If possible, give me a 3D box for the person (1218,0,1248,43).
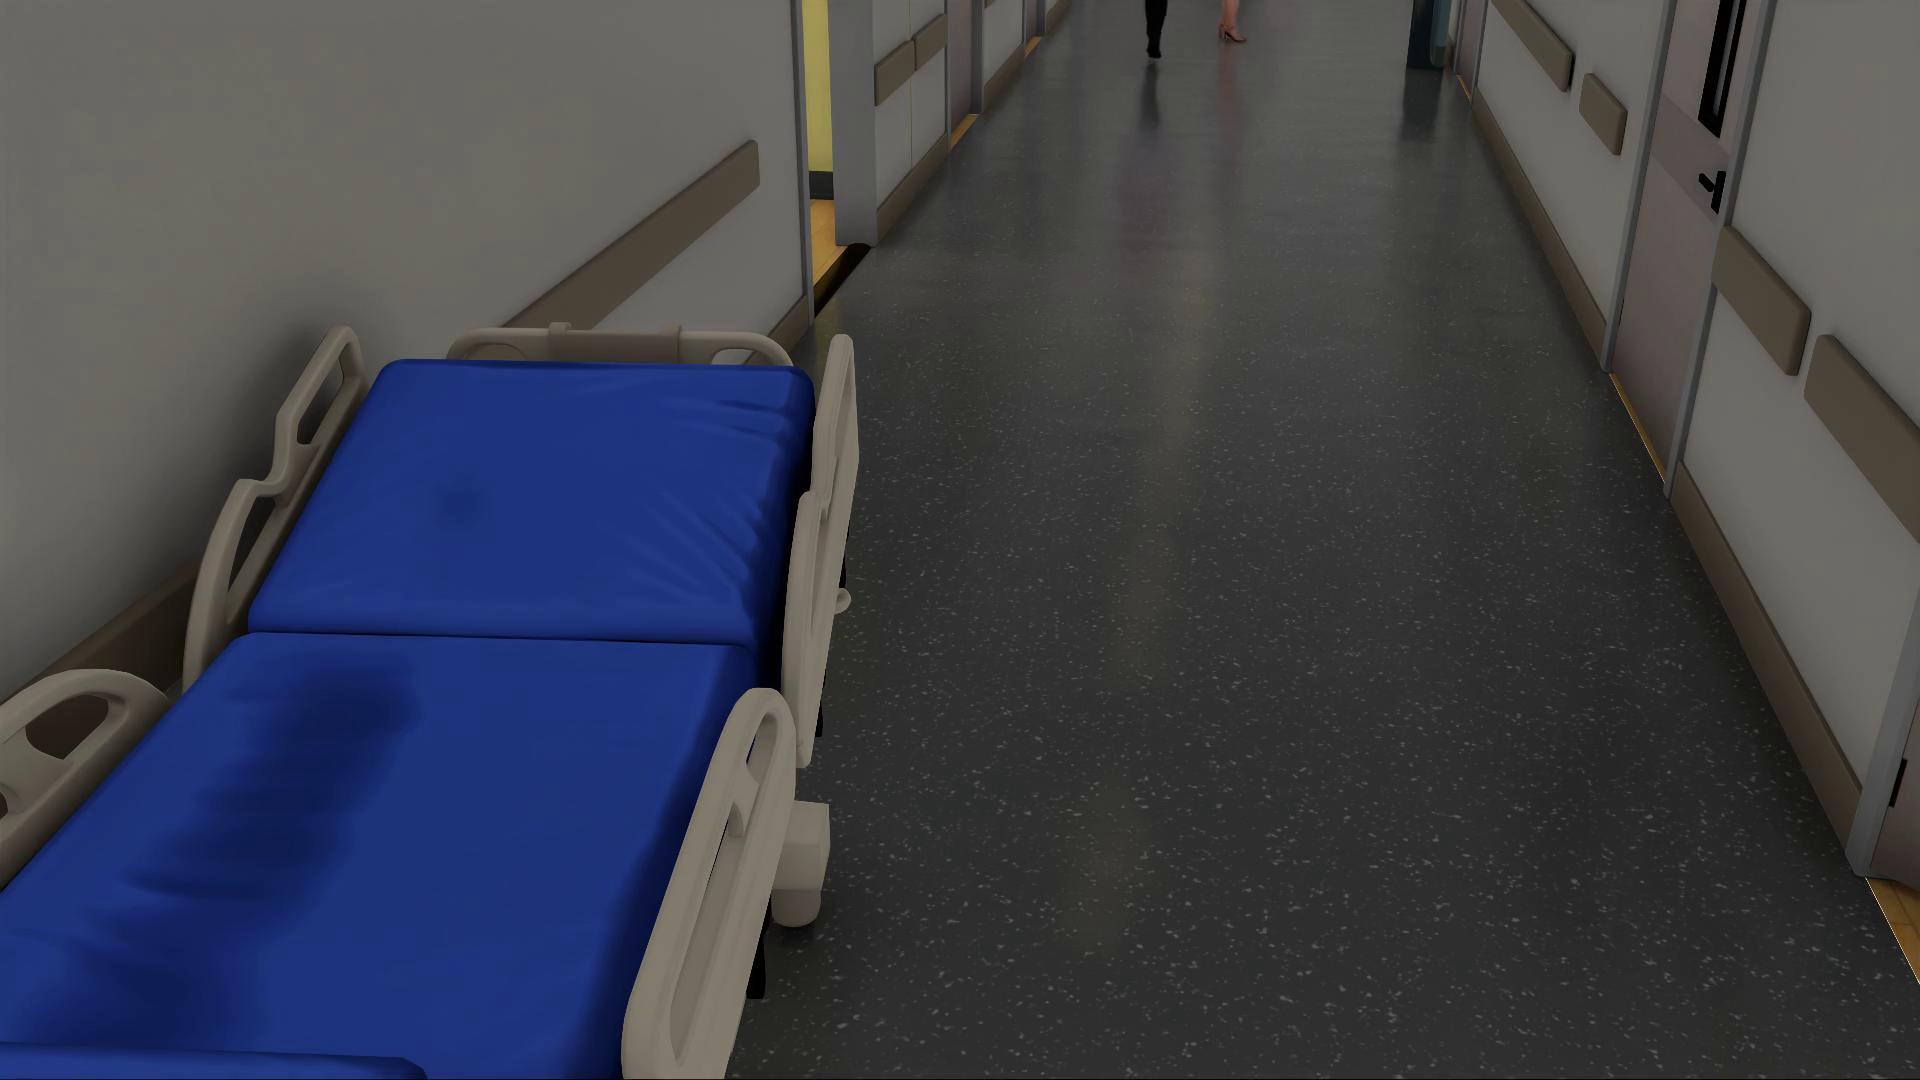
[{"bbox_3d":[2.436,-5.254,14.415,0.713,1.772,0.717,-2,26,-5],"label":"person"}]
